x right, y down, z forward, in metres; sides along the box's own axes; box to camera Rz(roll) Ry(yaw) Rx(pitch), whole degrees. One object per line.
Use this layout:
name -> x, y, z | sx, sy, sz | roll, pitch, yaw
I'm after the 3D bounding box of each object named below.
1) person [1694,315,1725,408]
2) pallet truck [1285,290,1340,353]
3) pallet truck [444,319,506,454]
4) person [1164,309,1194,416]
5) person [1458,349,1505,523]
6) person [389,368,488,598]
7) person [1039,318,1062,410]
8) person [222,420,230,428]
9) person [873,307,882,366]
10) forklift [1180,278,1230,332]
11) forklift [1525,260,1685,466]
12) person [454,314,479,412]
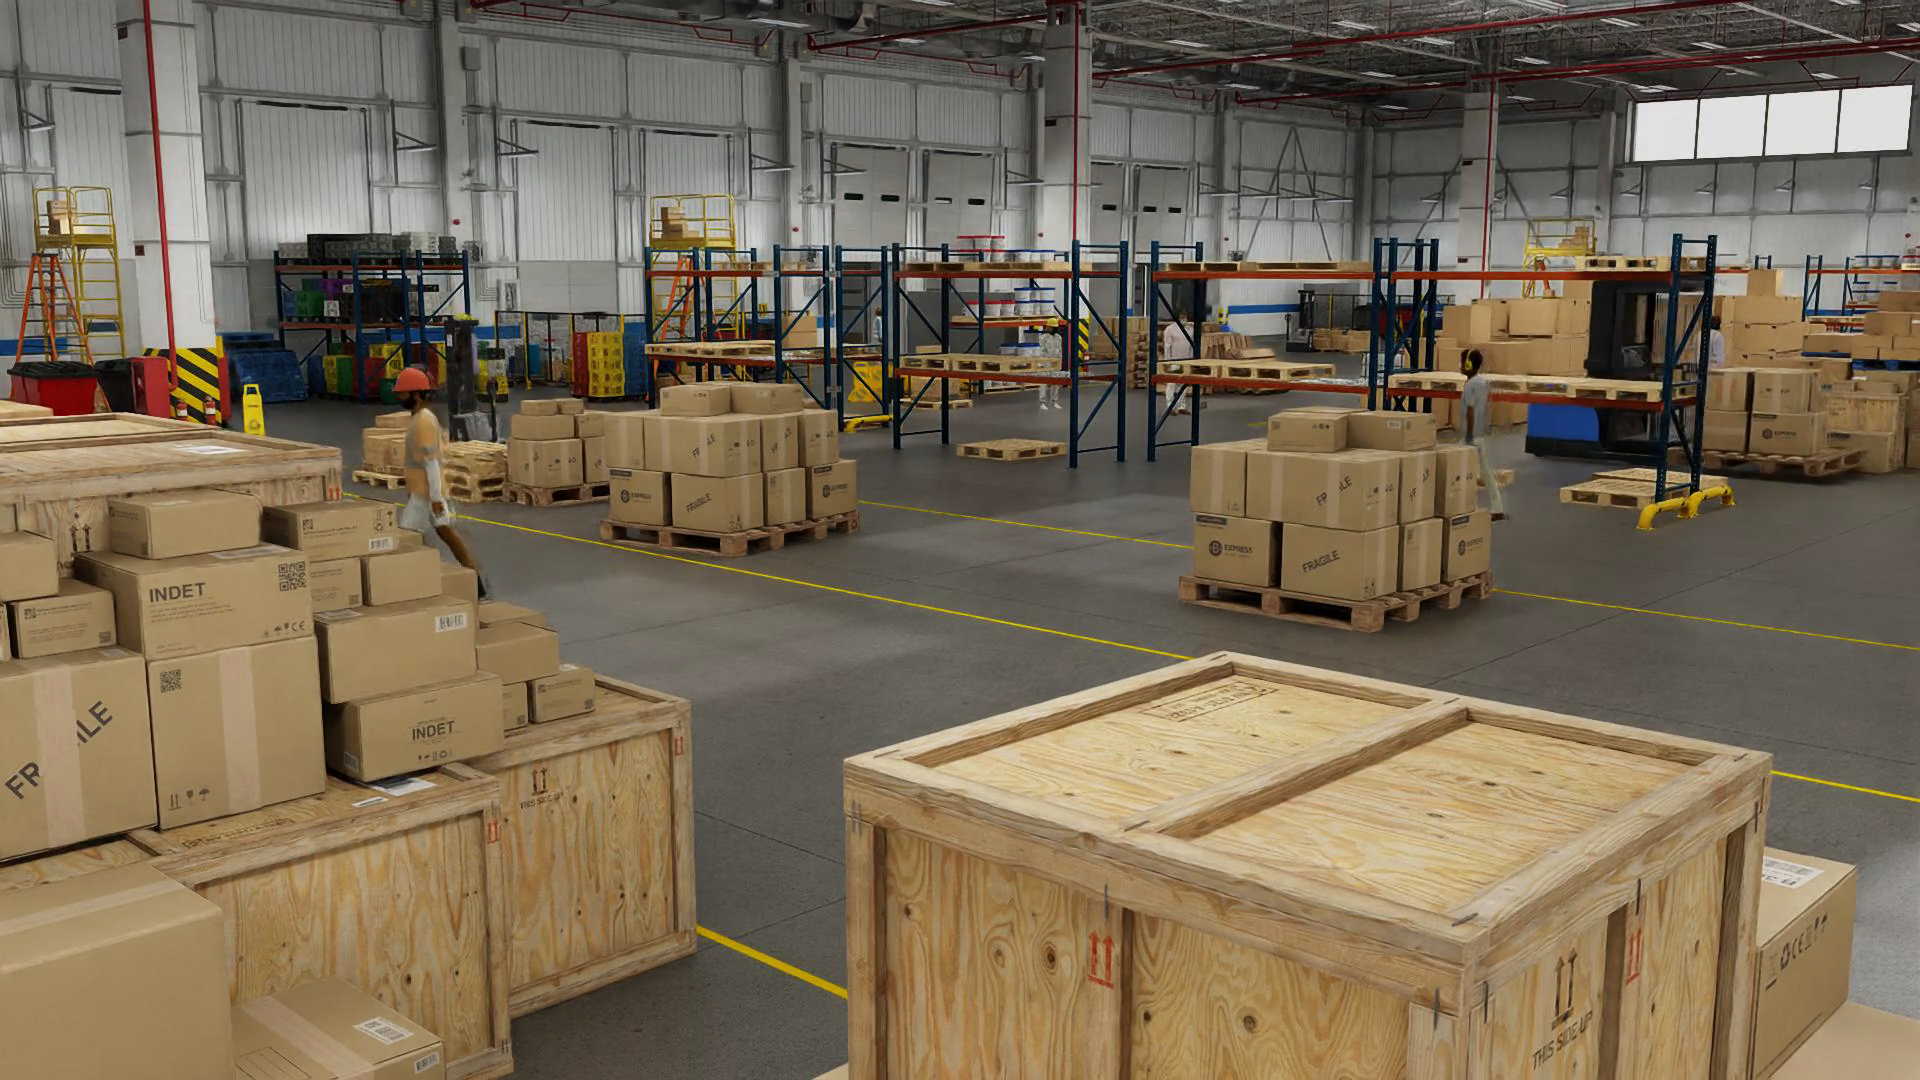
person -> 13.255, -3.042, 29.377 | 0.429, 1.839, 0.634 | -3, 10, -19
pallet truck -> 11.297, -6.951, 52.861 | 1.885, 1.965, 0.823 | -5, 11, -29
pallet truck -> -6.981, -1.942, 22.150 | 1.885, 1.965, 0.823 | 1, 9, 9
person -> 3.987, -3.219, 30.179 | 0.627, 1.934, 0.371 | -5, 10, -27
person -> 5.340, -1.094, 17.505 | 0.997, 1.811, 0.551 | 8, 12, 40
person -> -4.246, -0.409, 13.089 | 1.022, 1.884, 0.563 | -3, 10, -17
person -> 1.736, -3.331, 31.477 | 0.490, 1.735, 0.322 | -5, 11, -30
person -> -12.547, -2.713, 27.269 | 1.022, 1.884, 0.553 | -3, 10, -20
person -> -2.162, -5.394, 44.445 | 0.323, 1.631, 0.523 | 0, 9, -3
forklift -> 6.575, -6.393, 46.741 | 1.873, 2.768, 1.129 | 9, 13, 43
forklift -> 8.947, -2.508, 22.921 | 1.873, 2.768, 1.129 | 9, 13, 43
person -> -8.274, -2.826, 27.846 | 0.415, 1.914, 0.606 | 0, 9, 2
